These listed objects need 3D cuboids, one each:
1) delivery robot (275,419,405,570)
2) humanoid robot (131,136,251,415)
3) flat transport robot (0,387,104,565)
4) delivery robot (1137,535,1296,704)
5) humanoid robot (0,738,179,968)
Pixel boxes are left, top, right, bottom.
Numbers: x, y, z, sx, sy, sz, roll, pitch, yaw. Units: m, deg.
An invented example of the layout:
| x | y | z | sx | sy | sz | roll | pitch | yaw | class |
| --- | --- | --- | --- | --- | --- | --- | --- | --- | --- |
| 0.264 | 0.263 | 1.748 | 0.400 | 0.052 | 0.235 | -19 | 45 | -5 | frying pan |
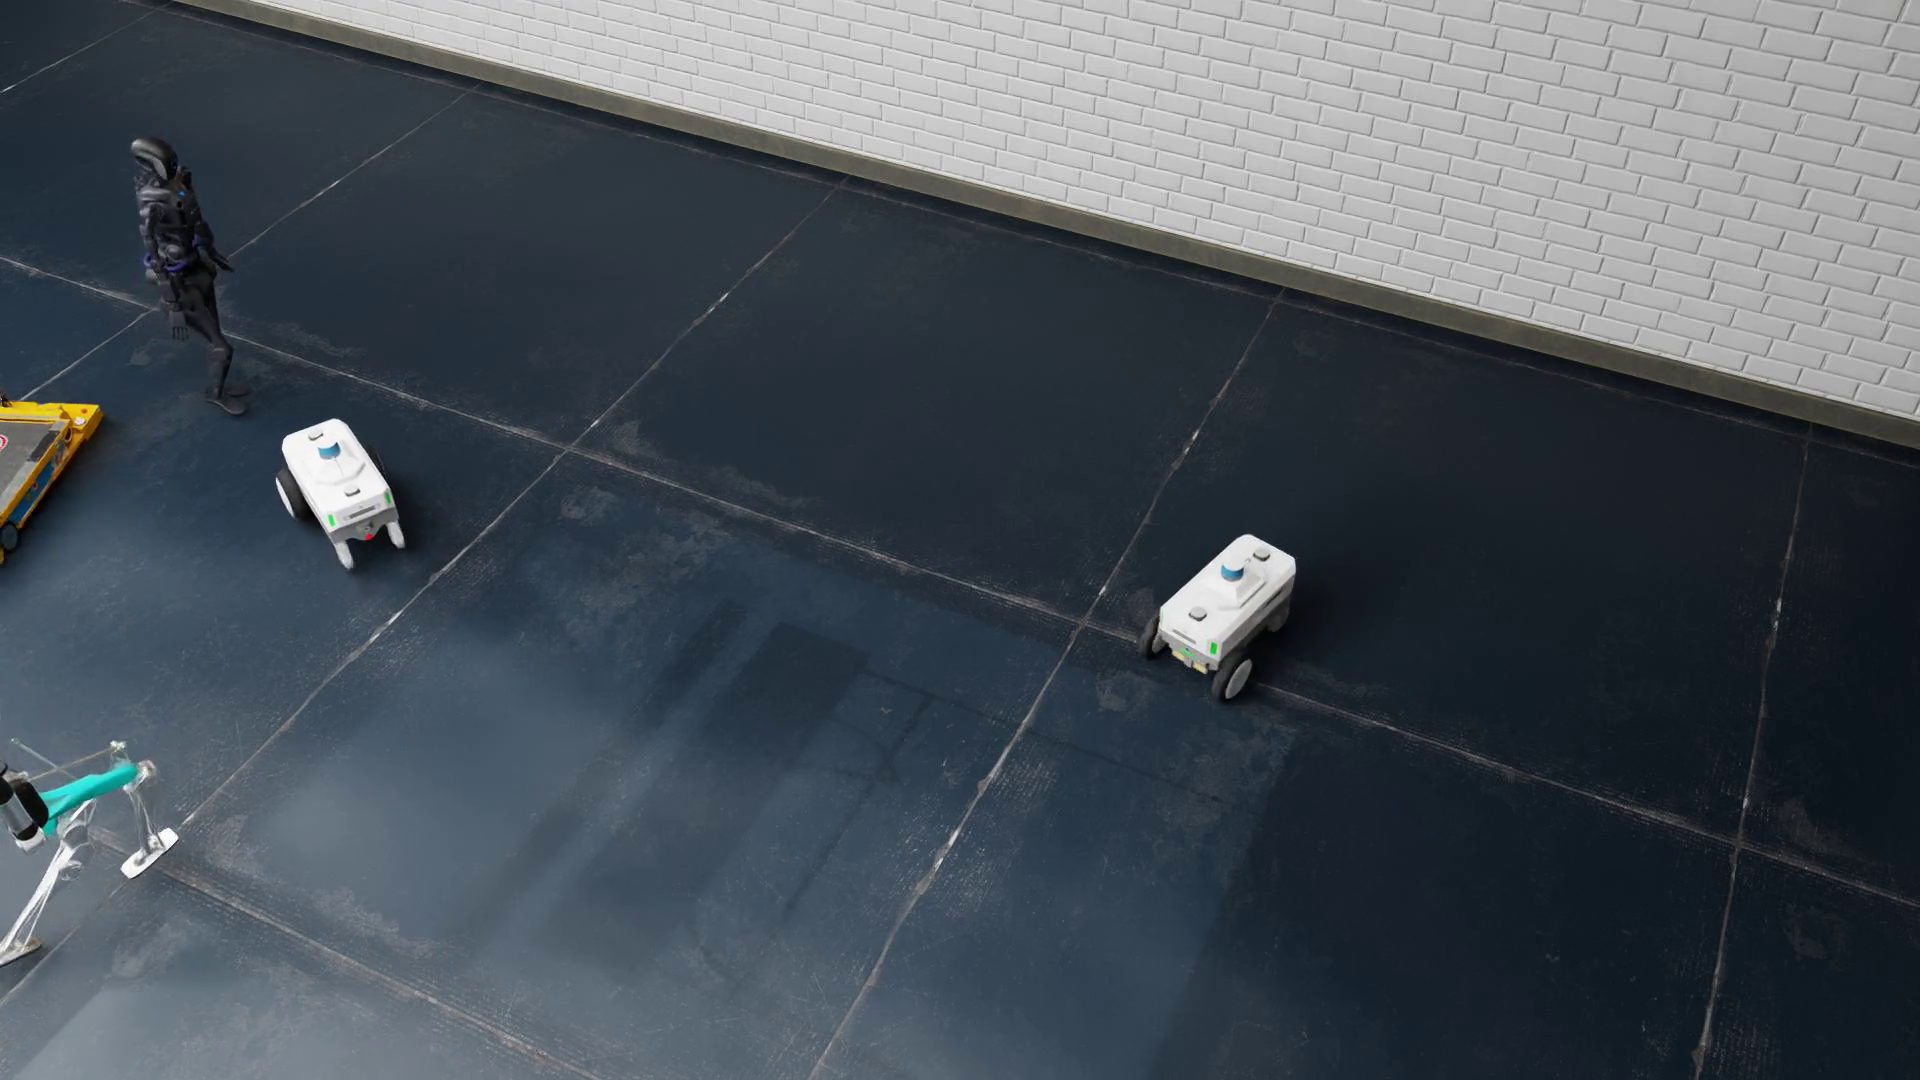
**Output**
| x | y | z | sx | sy | sz | roll | pitch | yaw | class |
| --- | --- | --- | --- | --- | --- | --- | --- | --- | --- |
| -3.109 | -0.272 | 8.344 | 0.499 | 0.602 | 0.801 | -25 | 49 | -25 | delivery robot |
| -4.047 | -1.385 | 8.719 | 0.377 | 1.642 | 0.608 | 2 | 43 | 2 | humanoid robot |
| -5.051 | -0.266 | 8.542 | 0.659 | 0.231 | 1.431 | 2 | 43 | 3 | flat transport robot |
| 1.228 | 0.314 | 7.689 | 0.499 | 0.571 | 0.756 | 31 | 51 | 29 | delivery robot |
| -3.500 | 0.858 | 6.280 | 0.564 | 1.746 | 1.064 | 29 | 50 | 27 | humanoid robot |
